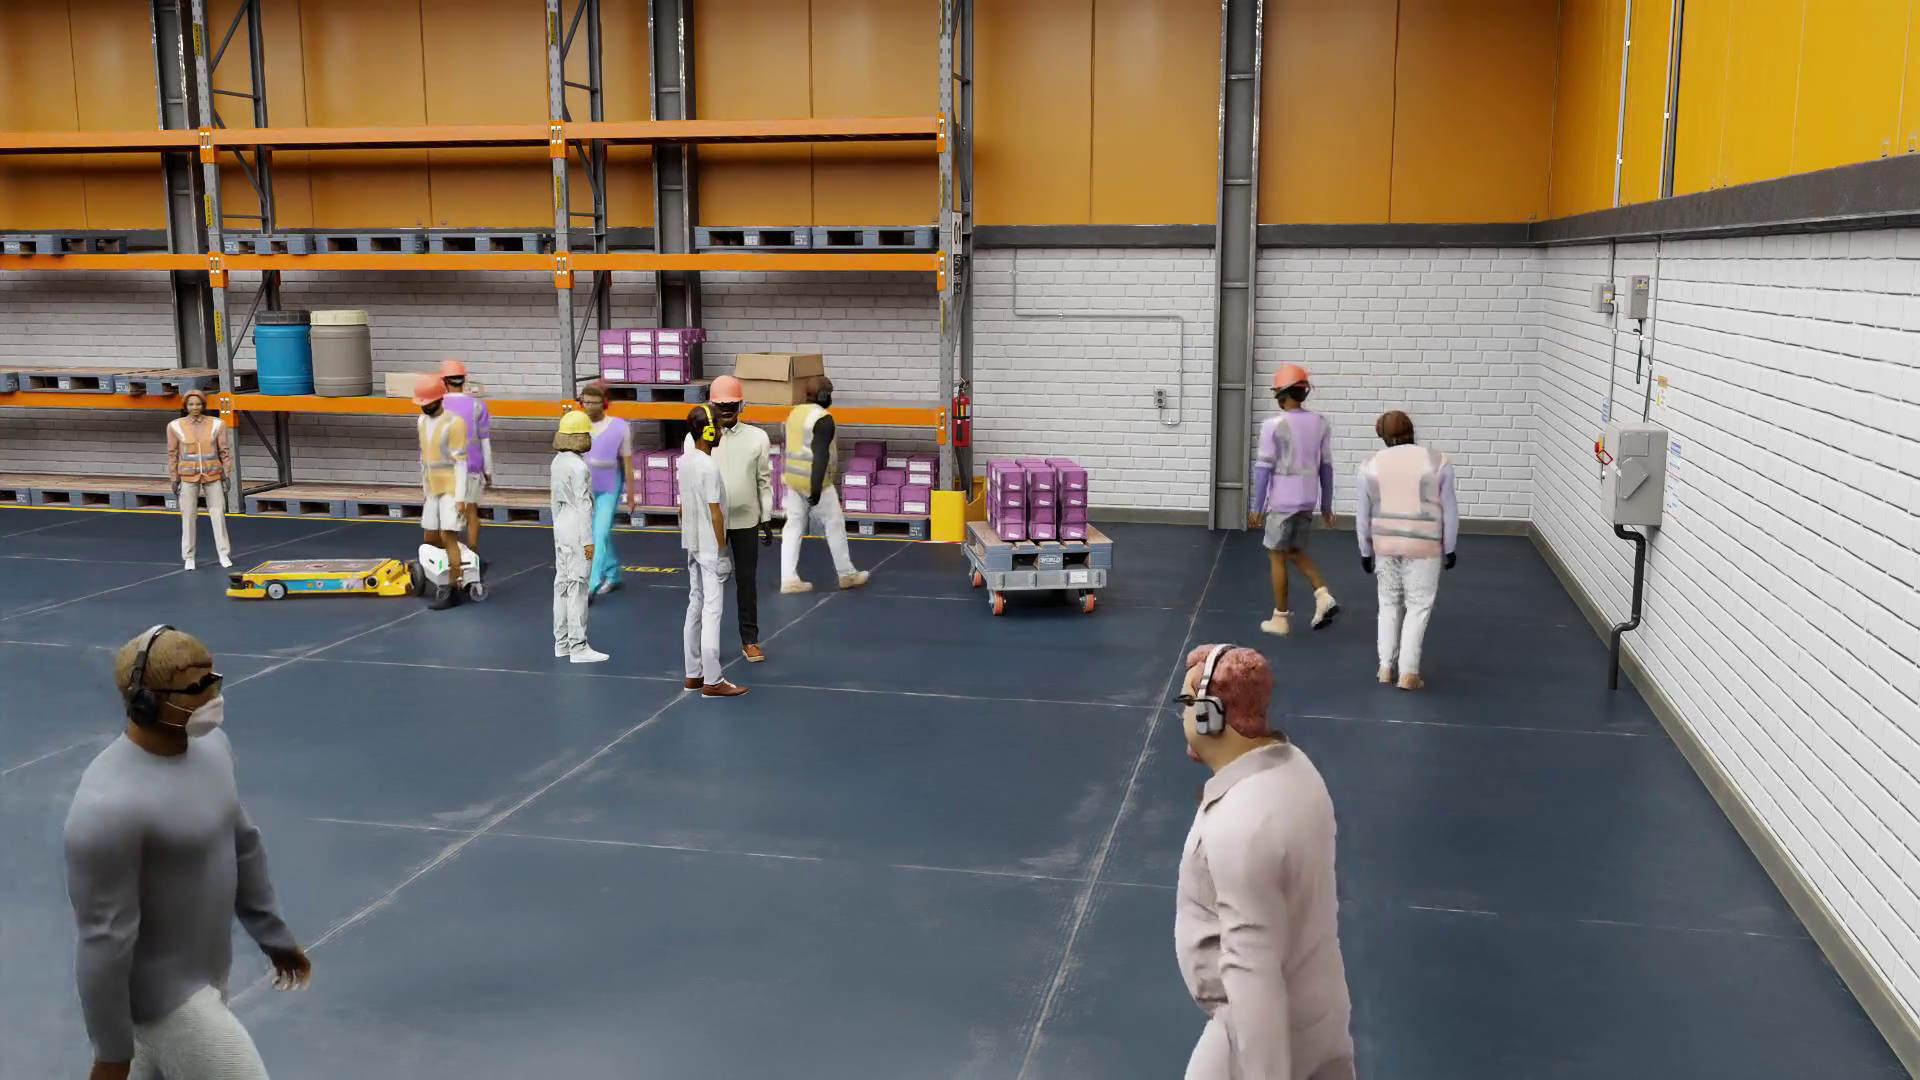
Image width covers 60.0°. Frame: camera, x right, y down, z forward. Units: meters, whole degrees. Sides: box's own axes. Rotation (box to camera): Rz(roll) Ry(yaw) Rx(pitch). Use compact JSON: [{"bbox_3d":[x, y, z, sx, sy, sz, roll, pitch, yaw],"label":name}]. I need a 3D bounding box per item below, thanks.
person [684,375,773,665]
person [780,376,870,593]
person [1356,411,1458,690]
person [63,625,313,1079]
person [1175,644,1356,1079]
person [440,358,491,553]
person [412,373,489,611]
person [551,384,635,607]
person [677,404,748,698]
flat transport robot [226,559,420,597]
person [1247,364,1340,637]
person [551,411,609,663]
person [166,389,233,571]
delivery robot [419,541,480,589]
[{"bbox_3d":[-1.592,-0.137,11.450,0.622,1.994,0.381,-3,10,-17],"label":"person"},{"bbox_3d":[-1.164,-0.468,13.979,0.906,1.798,0.649,-7,12,-36],"label":"person"},{"bbox_3d":[2.899,0.075,10.825,0.649,1.827,0.431,6,11,31],"label":"person"},{"bbox_3d":[-1.997,1.136,4.254,1.017,1.895,0.644,-1,10,-5],"label":"person"},{"bbox_3d":[0.746,1.186,4.083,1.023,1.855,0.684,5,11,27],"label":"person"},{"bbox_3d":[-4.428,-0.648,14.736,0.566,1.913,0.577,-4,11,-24],"label":"person"},{"bbox_3d":[-4.088,-0.399,13.298,0.589,1.894,0.614,7,12,34],"label":"person"},{"bbox_3d":[-2.968,-0.371,13.474,0.600,1.780,1.015,3,10,17],"label":"person"},{"bbox_3d":[-1.601,0.069,10.603,0.328,1.872,0.511,-7,12,-36],"label":"person"},{"bbox_3d":[-5.286,0.311,13.898,1.431,0.197,0.652,-1,10,-4],"label":"flat transport robot"},{"bbox_3d":[2.459,-0.278,12.211,0.635,2.021,0.576,-6,11,-32],"label":"person"},{"bbox_3d":[-2.656,-0.028,11.550,0.320,1.742,0.492,-7,12,-35],"label":"person"},{"bbox_3d":[-6.816,-0.537,14.921,0.513,1.630,0.320,-5,11,-27],"label":"person"},{"bbox_3d":[-4.180,0.171,13.605,0.477,0.478,0.707,-6,11,-30],"label":"delivery robot"}]
